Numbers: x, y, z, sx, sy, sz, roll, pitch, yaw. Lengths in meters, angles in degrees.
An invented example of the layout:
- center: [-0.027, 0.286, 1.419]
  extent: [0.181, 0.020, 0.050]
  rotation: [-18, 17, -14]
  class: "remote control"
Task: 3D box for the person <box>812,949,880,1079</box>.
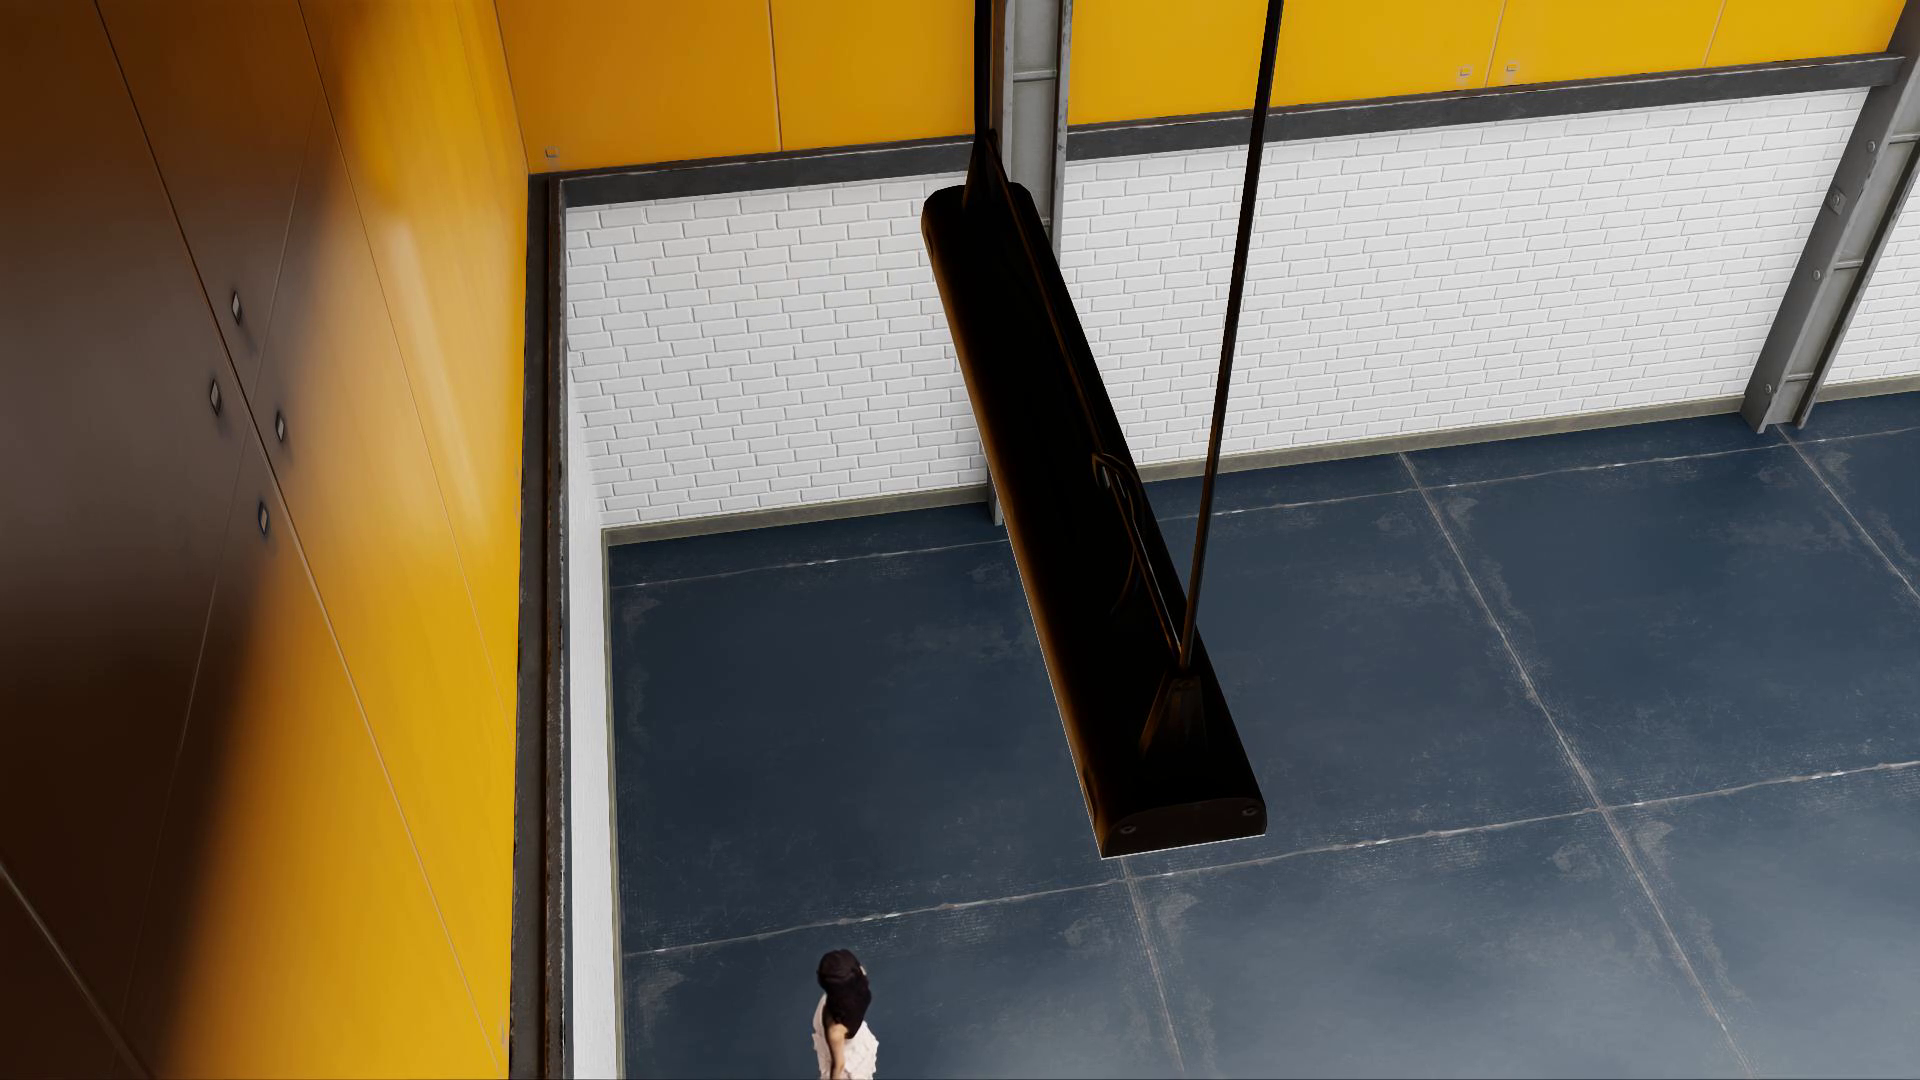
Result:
- center: [-0.535, 2.514, 8.083]
  extent: [0.671, 1.735, 0.660]
  rotation: [12, 45, 13]
  class: "person"
